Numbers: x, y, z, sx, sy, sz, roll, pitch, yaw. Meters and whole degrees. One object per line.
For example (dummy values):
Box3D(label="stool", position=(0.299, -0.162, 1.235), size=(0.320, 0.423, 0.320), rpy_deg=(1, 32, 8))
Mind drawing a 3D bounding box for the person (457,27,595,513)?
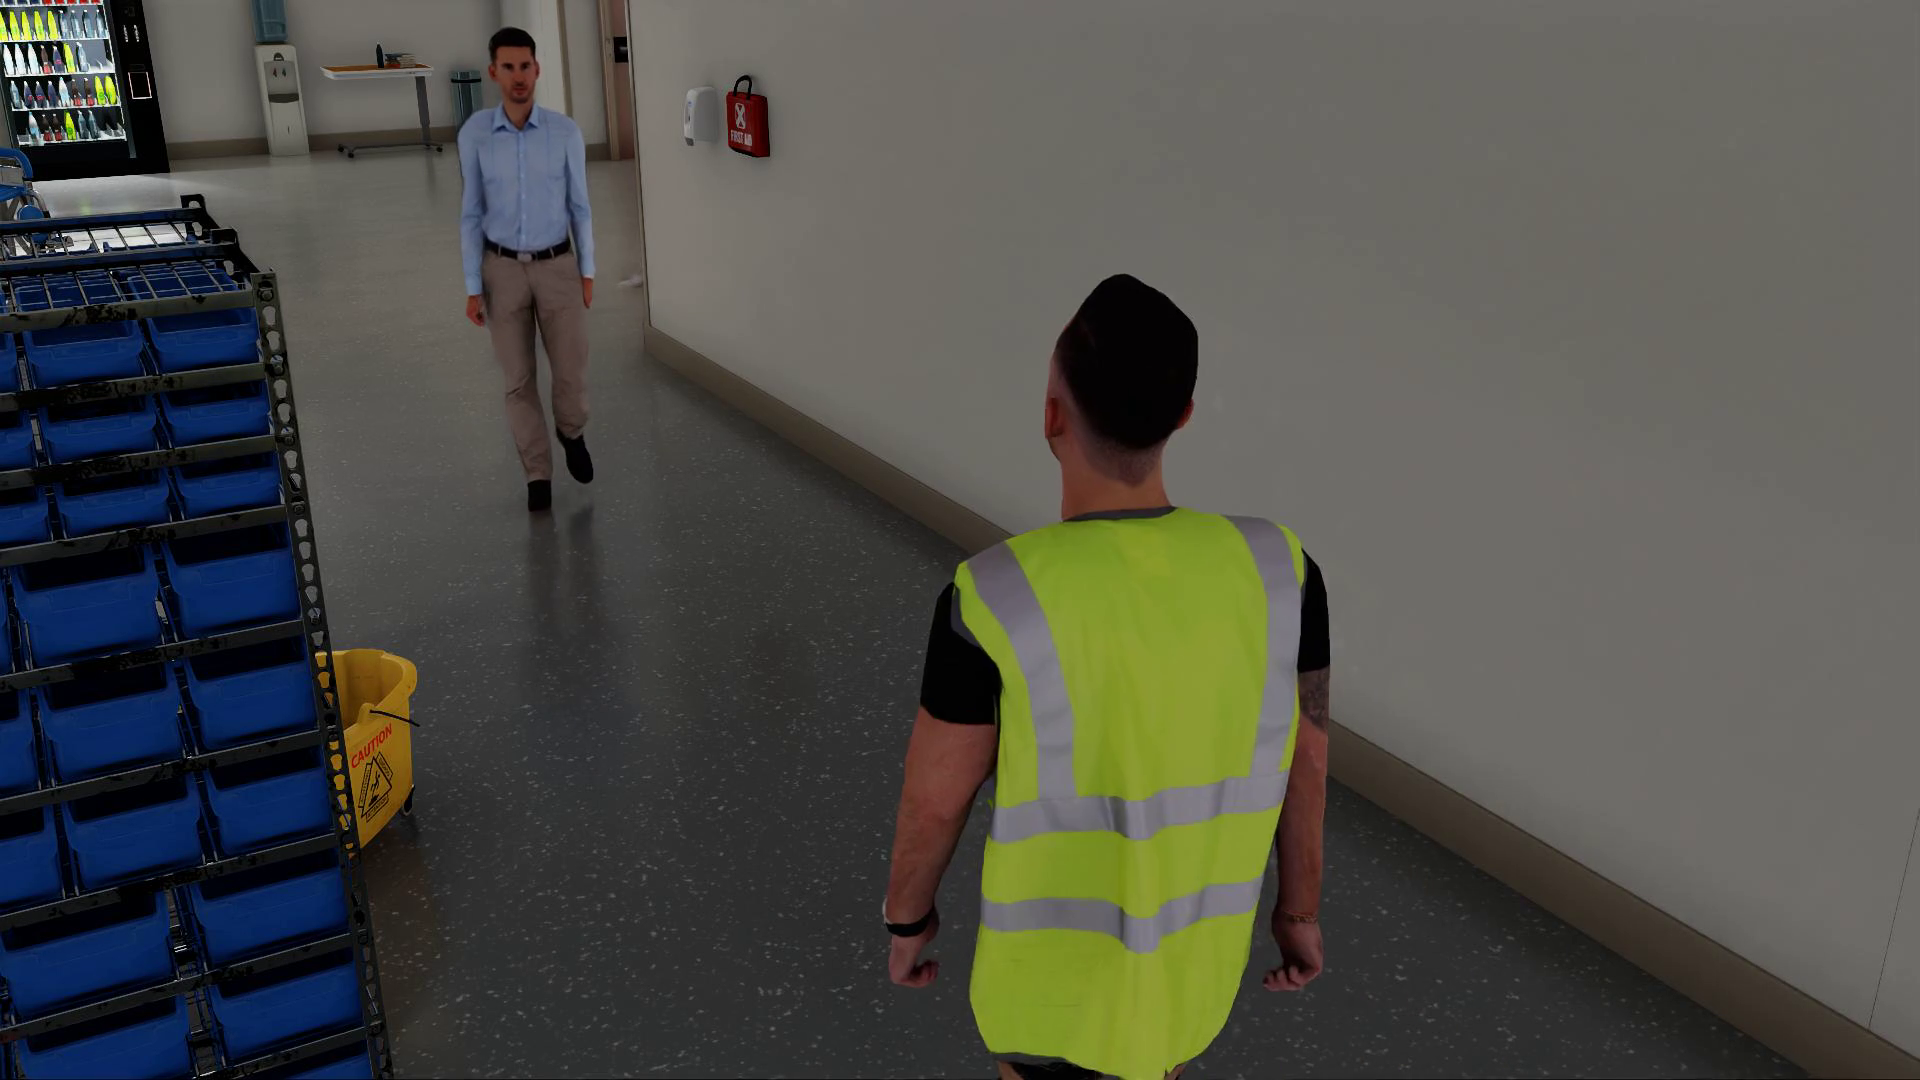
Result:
Box3D(label="person", position=(-1.684, -1.048, 6.499), size=(0.774, 1.839, 0.826), rpy_deg=(-4, 21, -12))

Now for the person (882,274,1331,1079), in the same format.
Box3D(label="person", position=(0.224, 0.609, 2.182), size=(1.115, 1.798, 0.879), rpy_deg=(-8, 22, -20))
